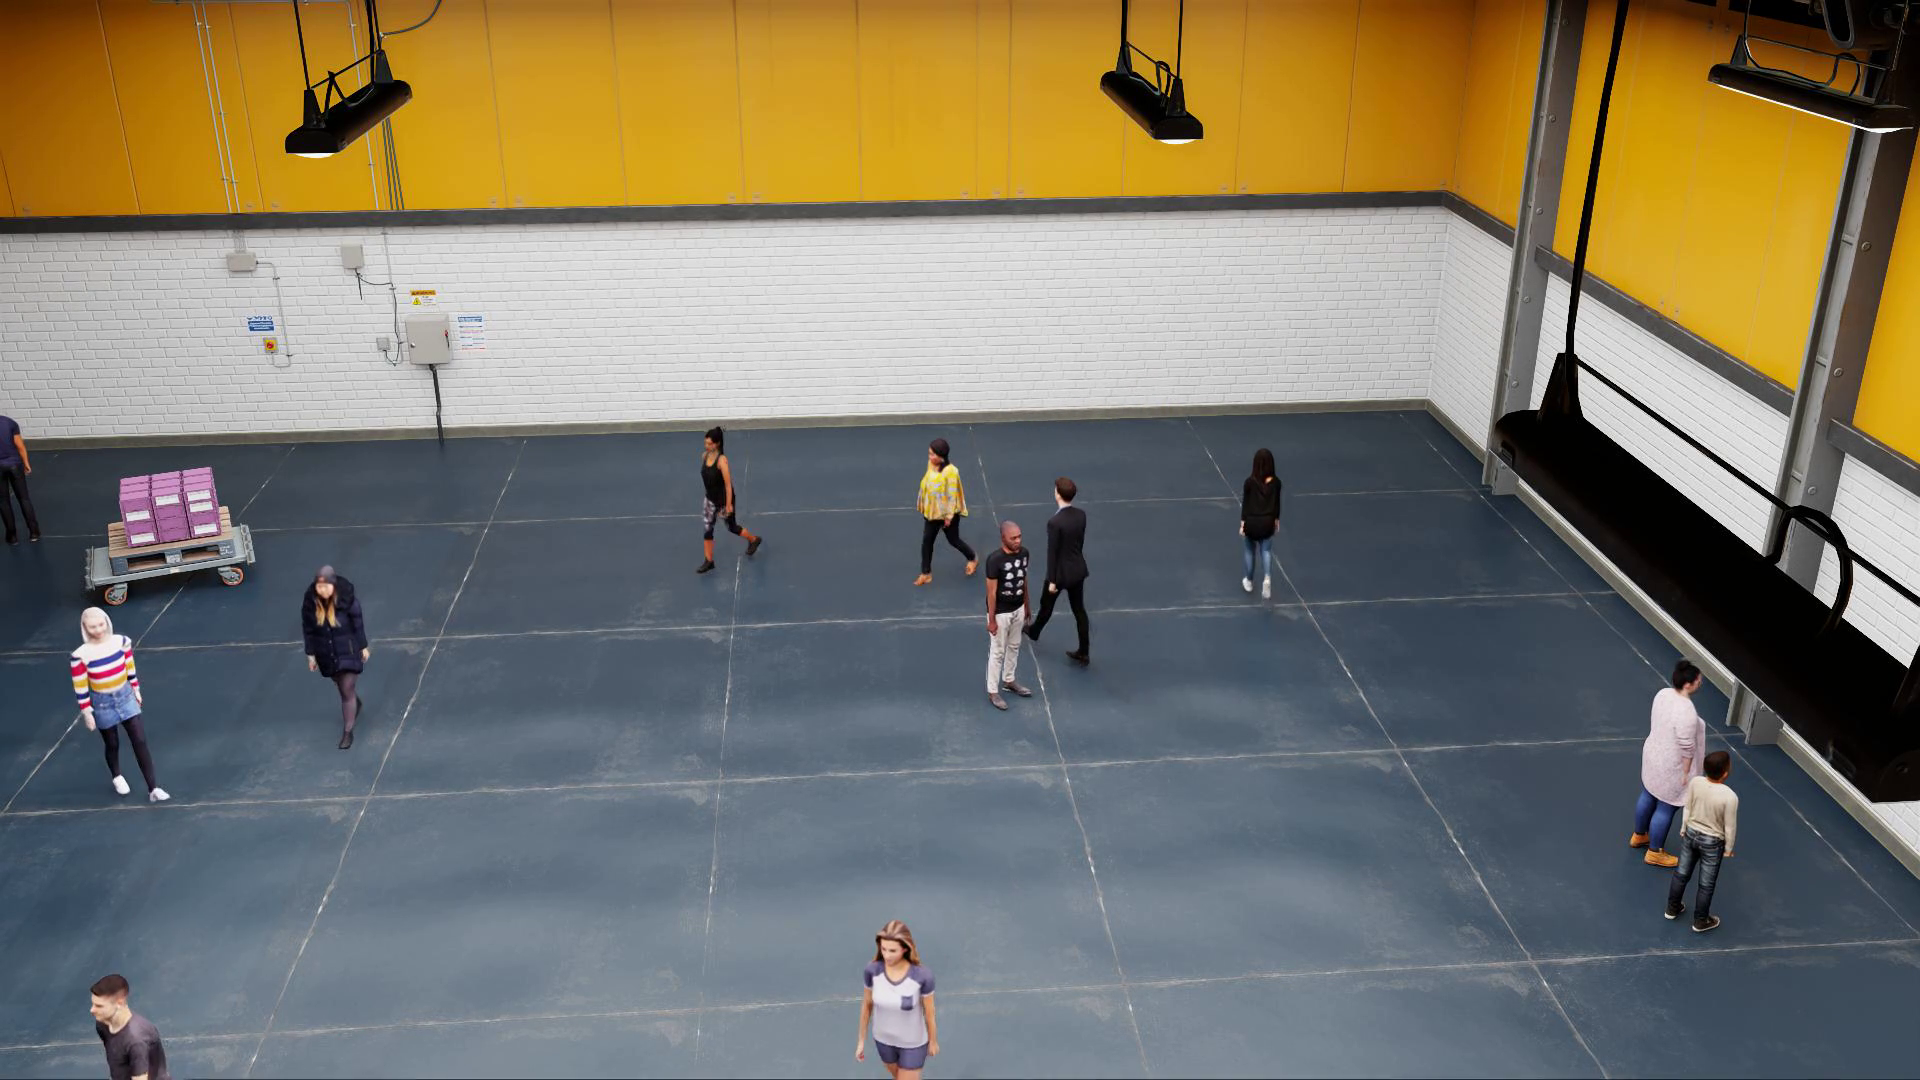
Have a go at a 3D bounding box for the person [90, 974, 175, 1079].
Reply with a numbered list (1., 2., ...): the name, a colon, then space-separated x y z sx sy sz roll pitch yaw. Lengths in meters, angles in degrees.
1. person: -4.618 3.221 9.609 1.068 1.711 1.216 14 27 29

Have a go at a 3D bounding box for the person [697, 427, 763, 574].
1. person: -2.548 -0.466 18.139 1.074 1.636 1.118 21 31 39

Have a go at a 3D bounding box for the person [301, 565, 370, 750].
1. person: -5.527 0.974 14.848 0.688 1.632 1.075 -1 24 -3

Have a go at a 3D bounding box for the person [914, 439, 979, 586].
1. person: -0.113 -0.295 17.765 1.112 1.621 1.105 -20 31 -38

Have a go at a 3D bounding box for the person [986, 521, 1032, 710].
1. person: 0.425 0.645 15.387 0.778 1.804 0.817 -21 31 -39

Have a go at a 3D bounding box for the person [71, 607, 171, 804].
1. person: -7.071 1.348 13.821 1.149 1.770 1.060 21 31 39

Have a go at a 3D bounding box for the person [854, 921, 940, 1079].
1. person: -0.322 3.000 10.138 0.886 1.693 1.060 10 25 21

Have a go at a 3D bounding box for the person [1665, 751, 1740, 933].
1. person: 5.476 2.201 12.250 0.693 1.465 0.604 -18 30 -36

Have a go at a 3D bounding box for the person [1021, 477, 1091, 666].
1. person: 1.084 0.347 16.027 1.169 1.836 1.310 -20 30 -37

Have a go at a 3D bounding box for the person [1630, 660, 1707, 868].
1. person: 5.546 1.717 13.009 0.730 1.744 0.541 -2 24 -4

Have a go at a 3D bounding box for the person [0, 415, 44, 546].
1. person: -10.777 -0.821 18.757 0.721 1.790 0.689 -14 27 -28

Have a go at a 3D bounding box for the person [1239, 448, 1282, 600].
1. person: 3.150 -0.150 17.420 0.587 1.632 0.888 -1 24 -2
